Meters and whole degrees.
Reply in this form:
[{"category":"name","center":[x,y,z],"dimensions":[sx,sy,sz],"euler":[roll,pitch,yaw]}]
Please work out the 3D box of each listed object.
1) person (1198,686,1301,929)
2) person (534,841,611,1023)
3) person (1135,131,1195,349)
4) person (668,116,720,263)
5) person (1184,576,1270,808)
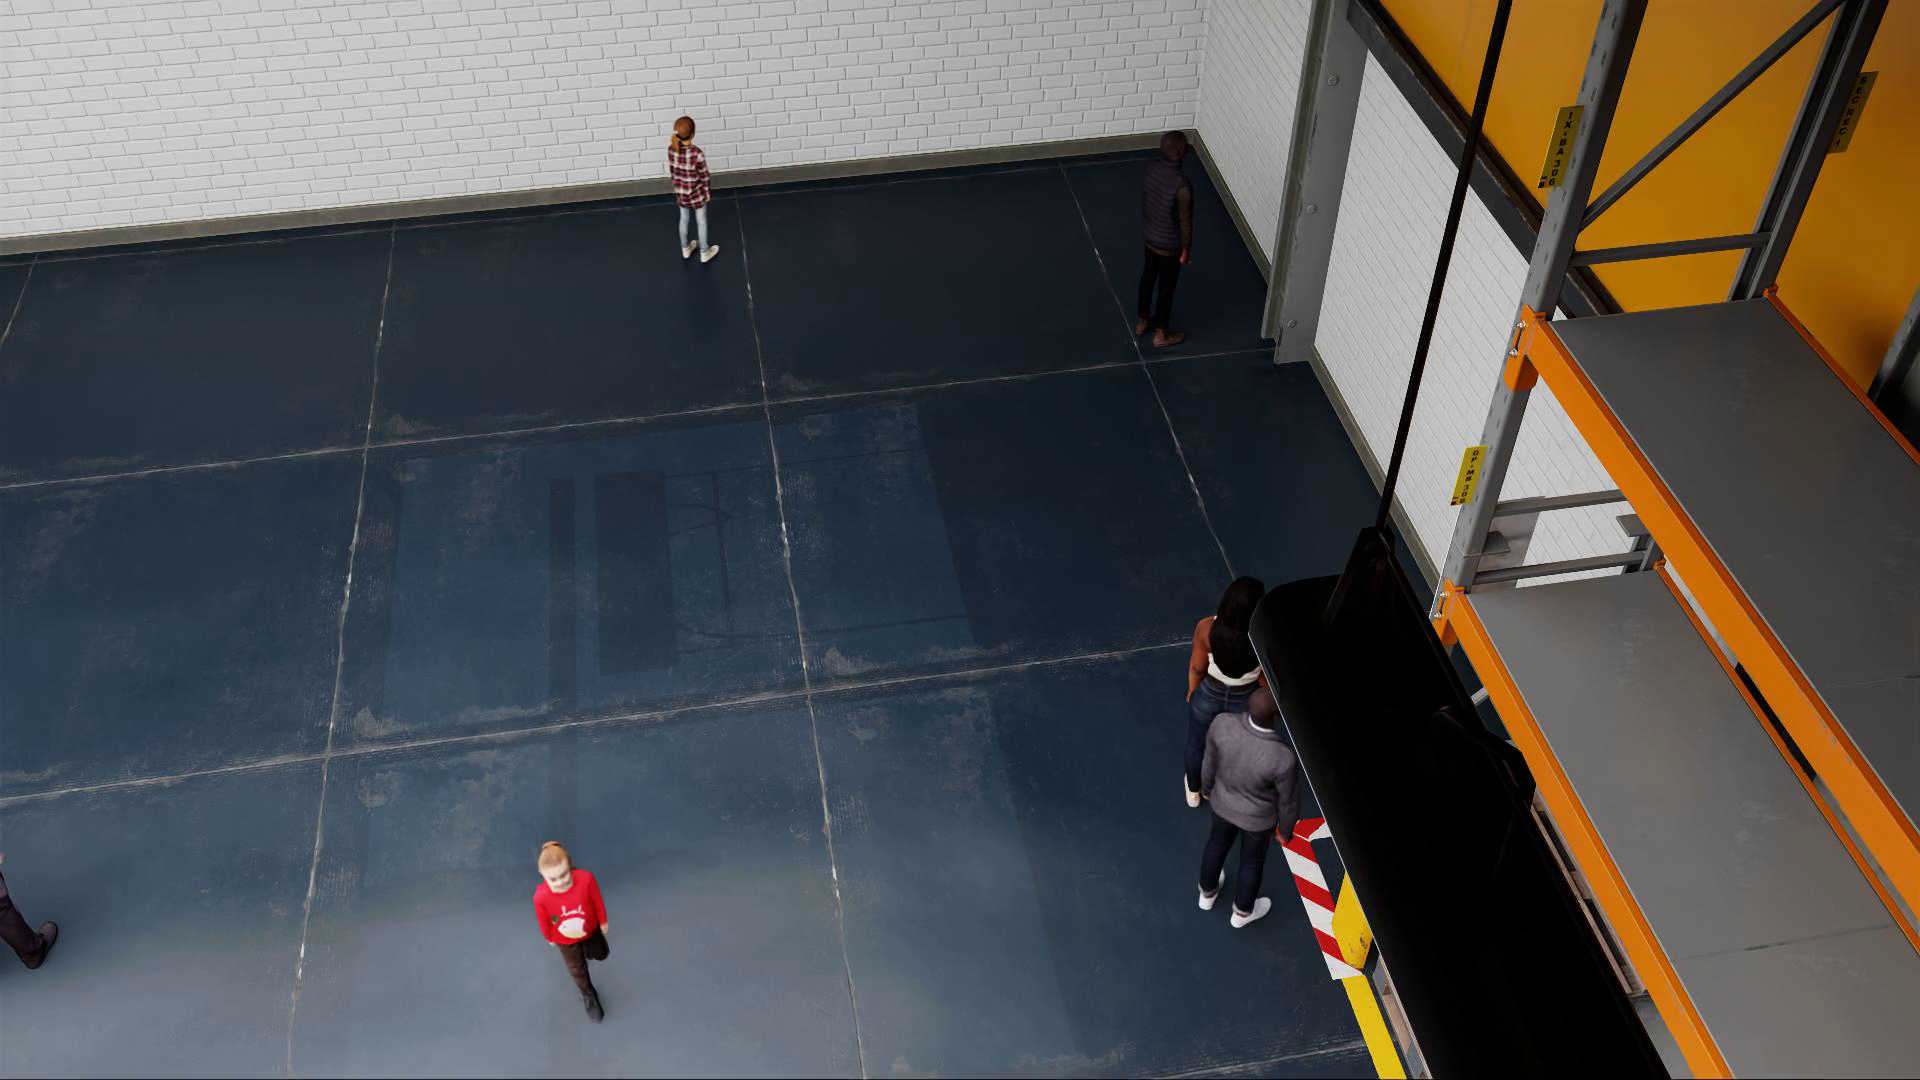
[{"category":"person","center":[1.522,1.431,8.918],"dimensions":[0.771,1.815,0.860],"euler":[30,51,28]},{"category":"person","center":[-2.030,1.992,8.723],"dimensions":[0.632,1.272,0.785],"euler":[-21,48,-21]},{"category":"person","center":[1.573,-2.332,12.854],"dimensions":[0.830,1.835,0.666],"euler":[-24,49,-23]},{"category":"person","center":[-2.251,-2.925,13.861],"dimensions":[0.603,1.304,0.635],"euler":[16,46,16]},{"category":"person","center":[1.532,0.896,9.485],"dimensions":[0.736,1.808,0.748],"euler":[11,45,11]}]
